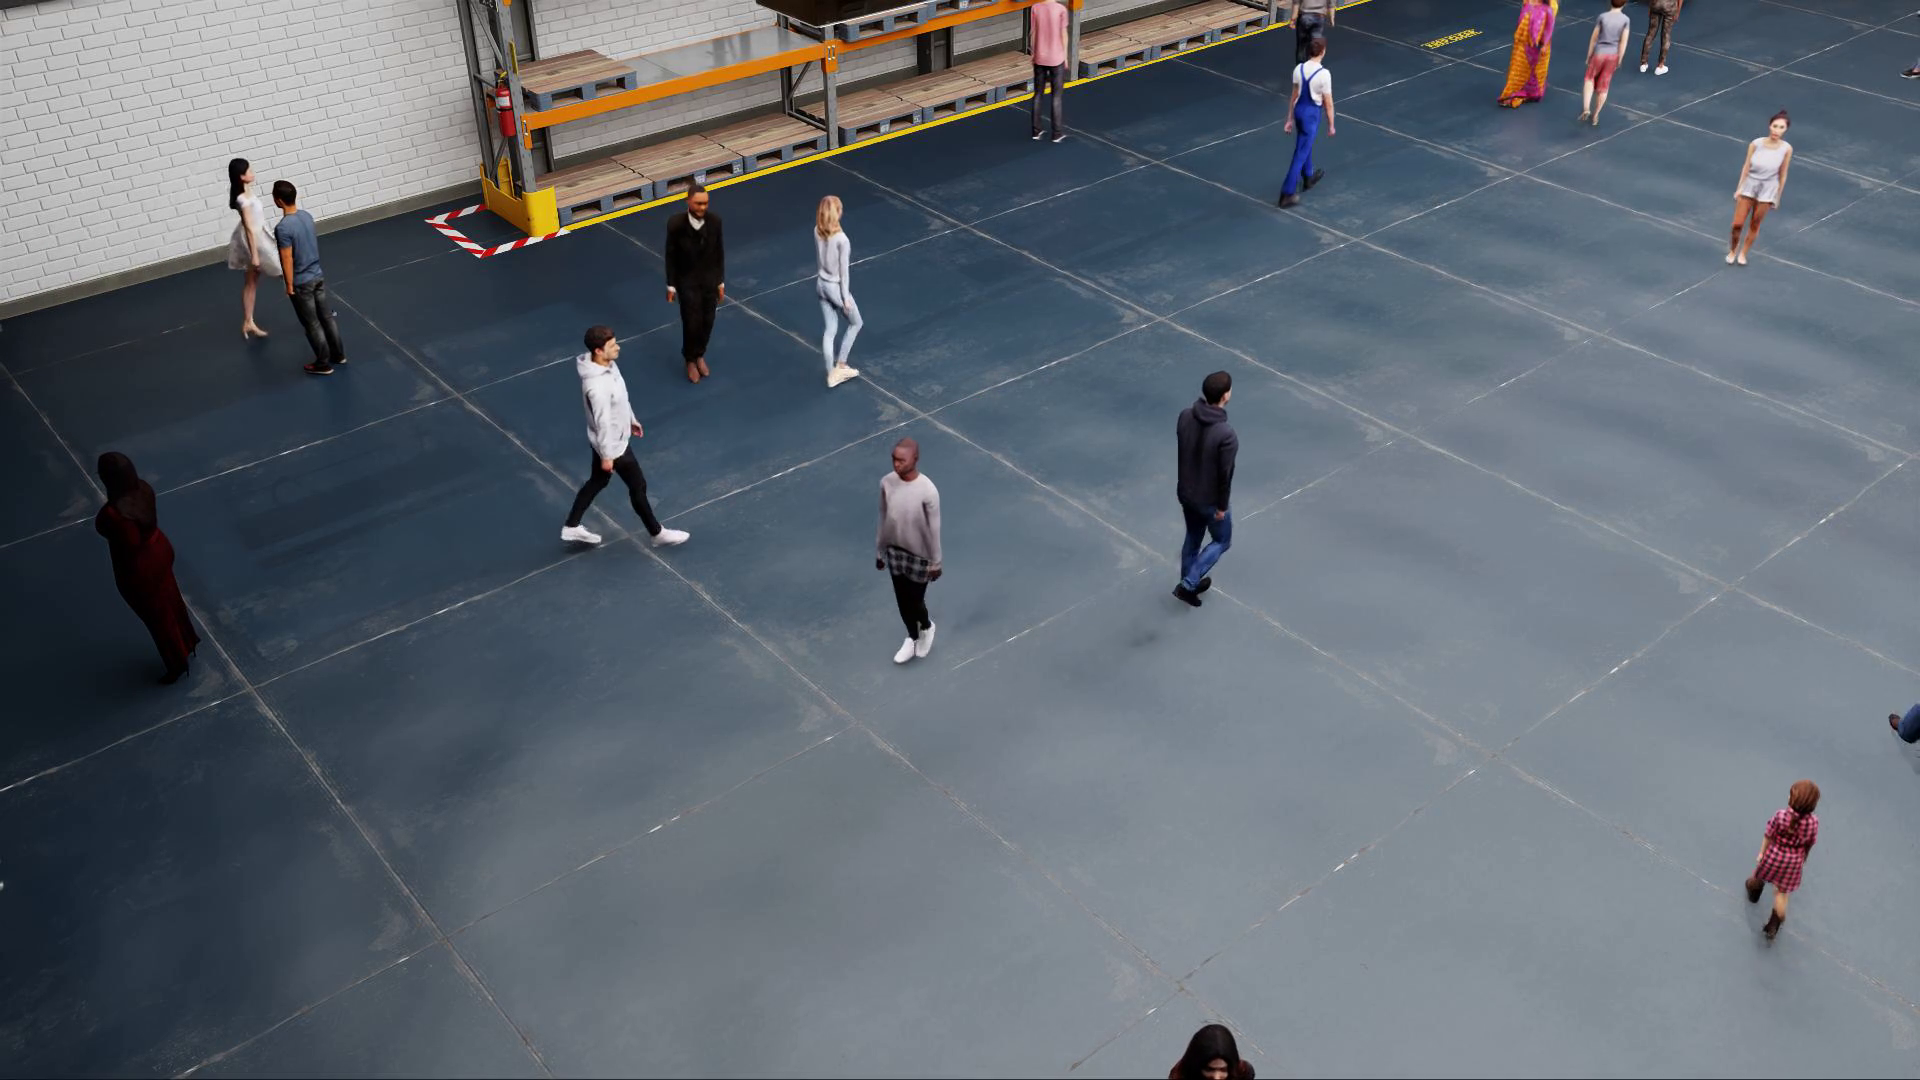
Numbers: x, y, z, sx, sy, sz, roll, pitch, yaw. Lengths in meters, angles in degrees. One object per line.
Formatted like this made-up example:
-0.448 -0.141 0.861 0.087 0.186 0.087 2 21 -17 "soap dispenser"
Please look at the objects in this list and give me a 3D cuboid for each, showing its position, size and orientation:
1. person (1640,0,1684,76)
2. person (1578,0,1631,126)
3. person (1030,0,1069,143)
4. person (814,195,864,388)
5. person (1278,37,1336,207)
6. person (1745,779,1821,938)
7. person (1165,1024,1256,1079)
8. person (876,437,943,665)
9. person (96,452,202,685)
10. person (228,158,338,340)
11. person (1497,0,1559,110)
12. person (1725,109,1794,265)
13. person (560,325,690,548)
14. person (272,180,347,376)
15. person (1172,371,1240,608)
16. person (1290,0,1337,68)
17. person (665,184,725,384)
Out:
9.397 -7.099 22.198 0.617 1.699 0.604 22 40 30 "person"
7.912 -5.883 20.422 0.773 1.641 0.873 11 35 16 "person"
1.055 -5.780 19.981 0.709 1.957 0.714 12 35 17 "person"
-1.175 -2.158 14.689 0.590 1.784 0.625 -28 42 -35 "person"
3.751 -4.555 18.270 1.101 1.810 0.629 -25 41 -32 "person"
4.676 1.799 9.428 0.681 1.017 0.793 8 34 12 "person"
1.066 2.748 7.444 0.641 1.633 0.784 -9 35 -13 "person"
-0.287 0.054 11.382 0.711 1.760 0.720 20 38 27 "person"
-5.483 0.166 11.216 0.774 1.758 0.758 -5 34 -7 "person"
-6.640 -2.672 15.503 1.147 1.738 0.787 -16 37 -22 "person"
7.314 -6.356 21.104 1.161 1.673 0.713 -28 43 -36 "person"
8.194 -3.616 17.048 0.681 1.600 0.700 14 36 20 "person"
-2.716 -0.733 12.451 1.317 1.888 1.088 -5 34 -8 "person"
-5.891 -2.365 14.978 0.768 1.808 0.686 6 34 8 "person"
1.672 -0.306 11.815 0.794 1.880 0.696 -28 43 -36 "person"
4.504 -6.639 21.360 1.118 1.861 1.274 8 35 12 "person"
-2.369 -2.318 14.851 0.781 1.870 0.850 -10 35 -15 "person"
